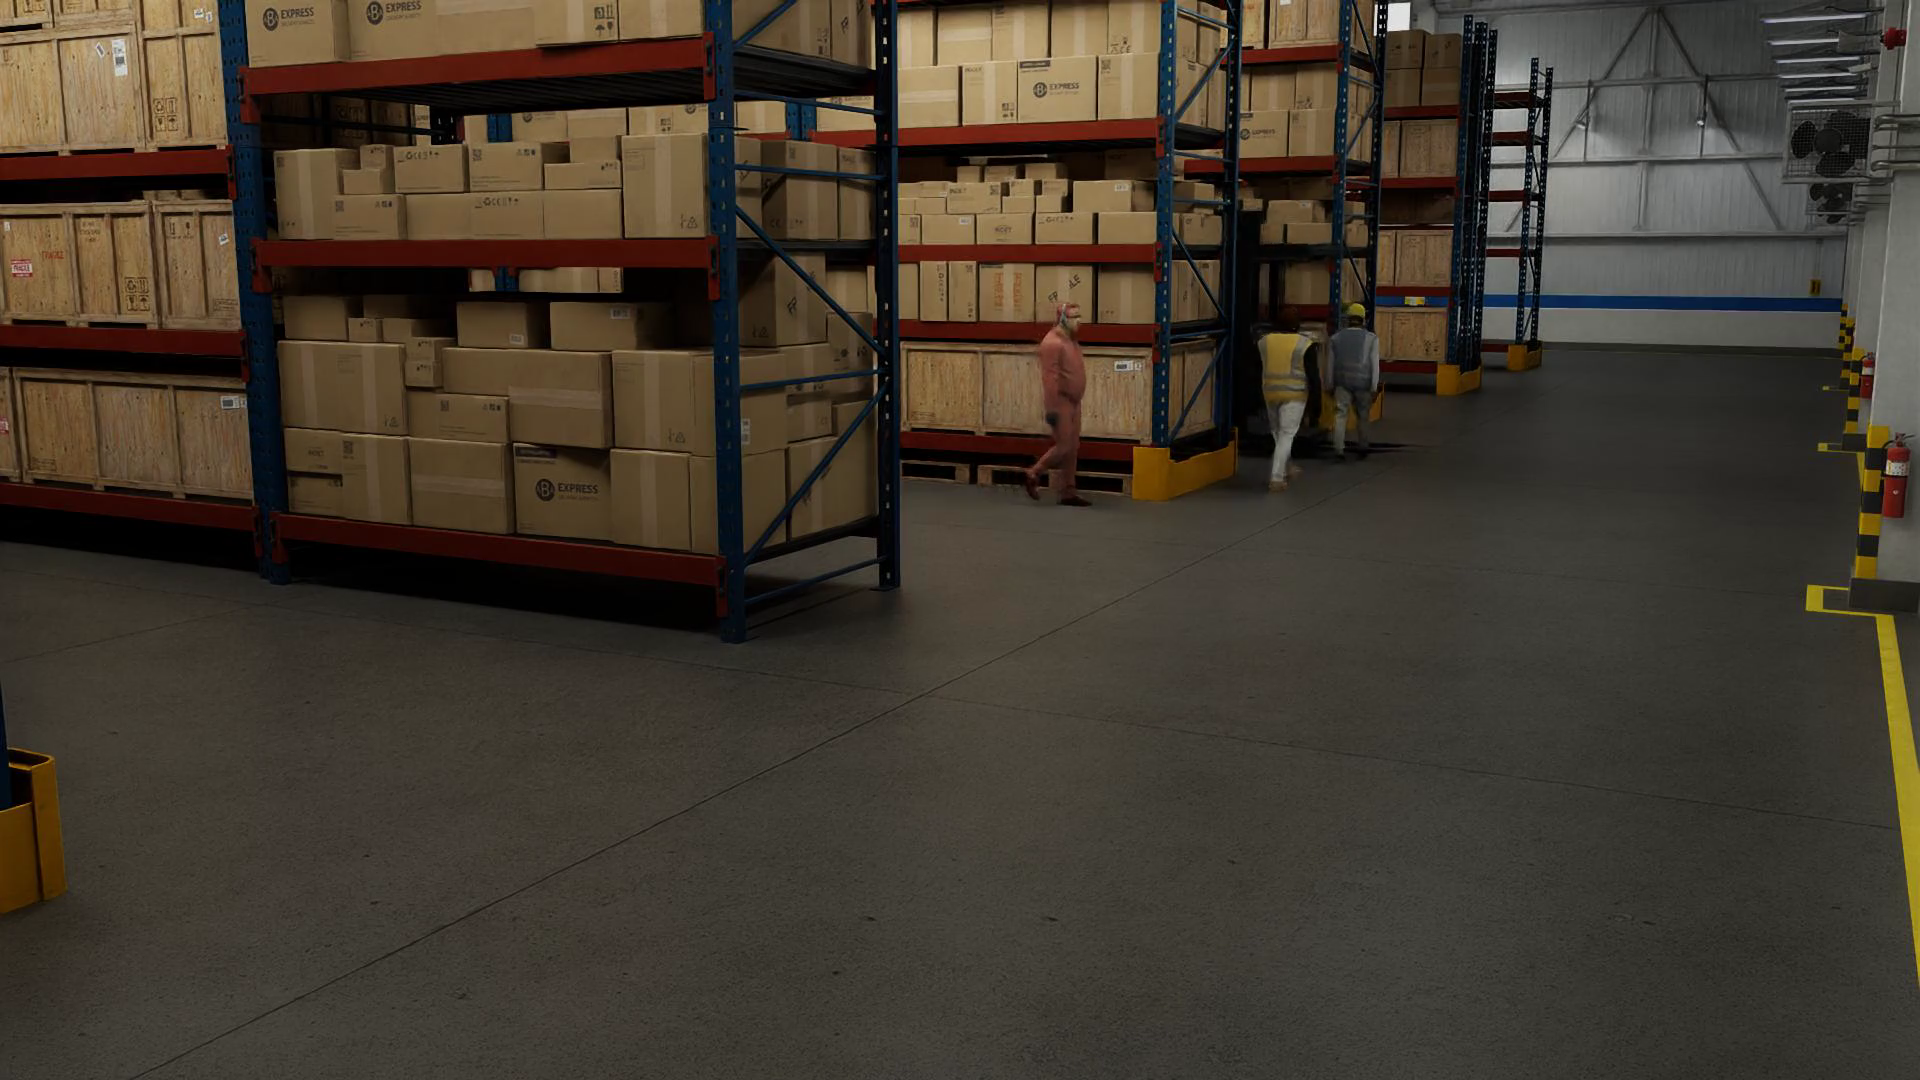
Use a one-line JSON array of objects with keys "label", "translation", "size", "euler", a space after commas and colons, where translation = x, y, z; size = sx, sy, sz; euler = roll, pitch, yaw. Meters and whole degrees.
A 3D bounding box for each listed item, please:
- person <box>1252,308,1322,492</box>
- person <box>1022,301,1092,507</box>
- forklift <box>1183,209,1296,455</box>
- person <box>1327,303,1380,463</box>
[{"label": "person", "translation": [3.254, -1.391, 16.461], "size": [0.662, 1.791, 0.956], "euler": [7, 12, 36]}, {"label": "person", "translation": [0.922, -1.241, 15.277], "size": [0.535, 1.892, 0.666], "euler": [5, 11, 26]}, {"label": "forklift", "translation": [3.209, -2.474, 19.570], "size": [1.873, 2.768, 1.129], "euler": [5, 11, 27]}, {"label": "person", "translation": [4.386, -1.748, 18.583], "size": [0.603, 1.777, 0.946], "euler": [4, 11, 24]}]
